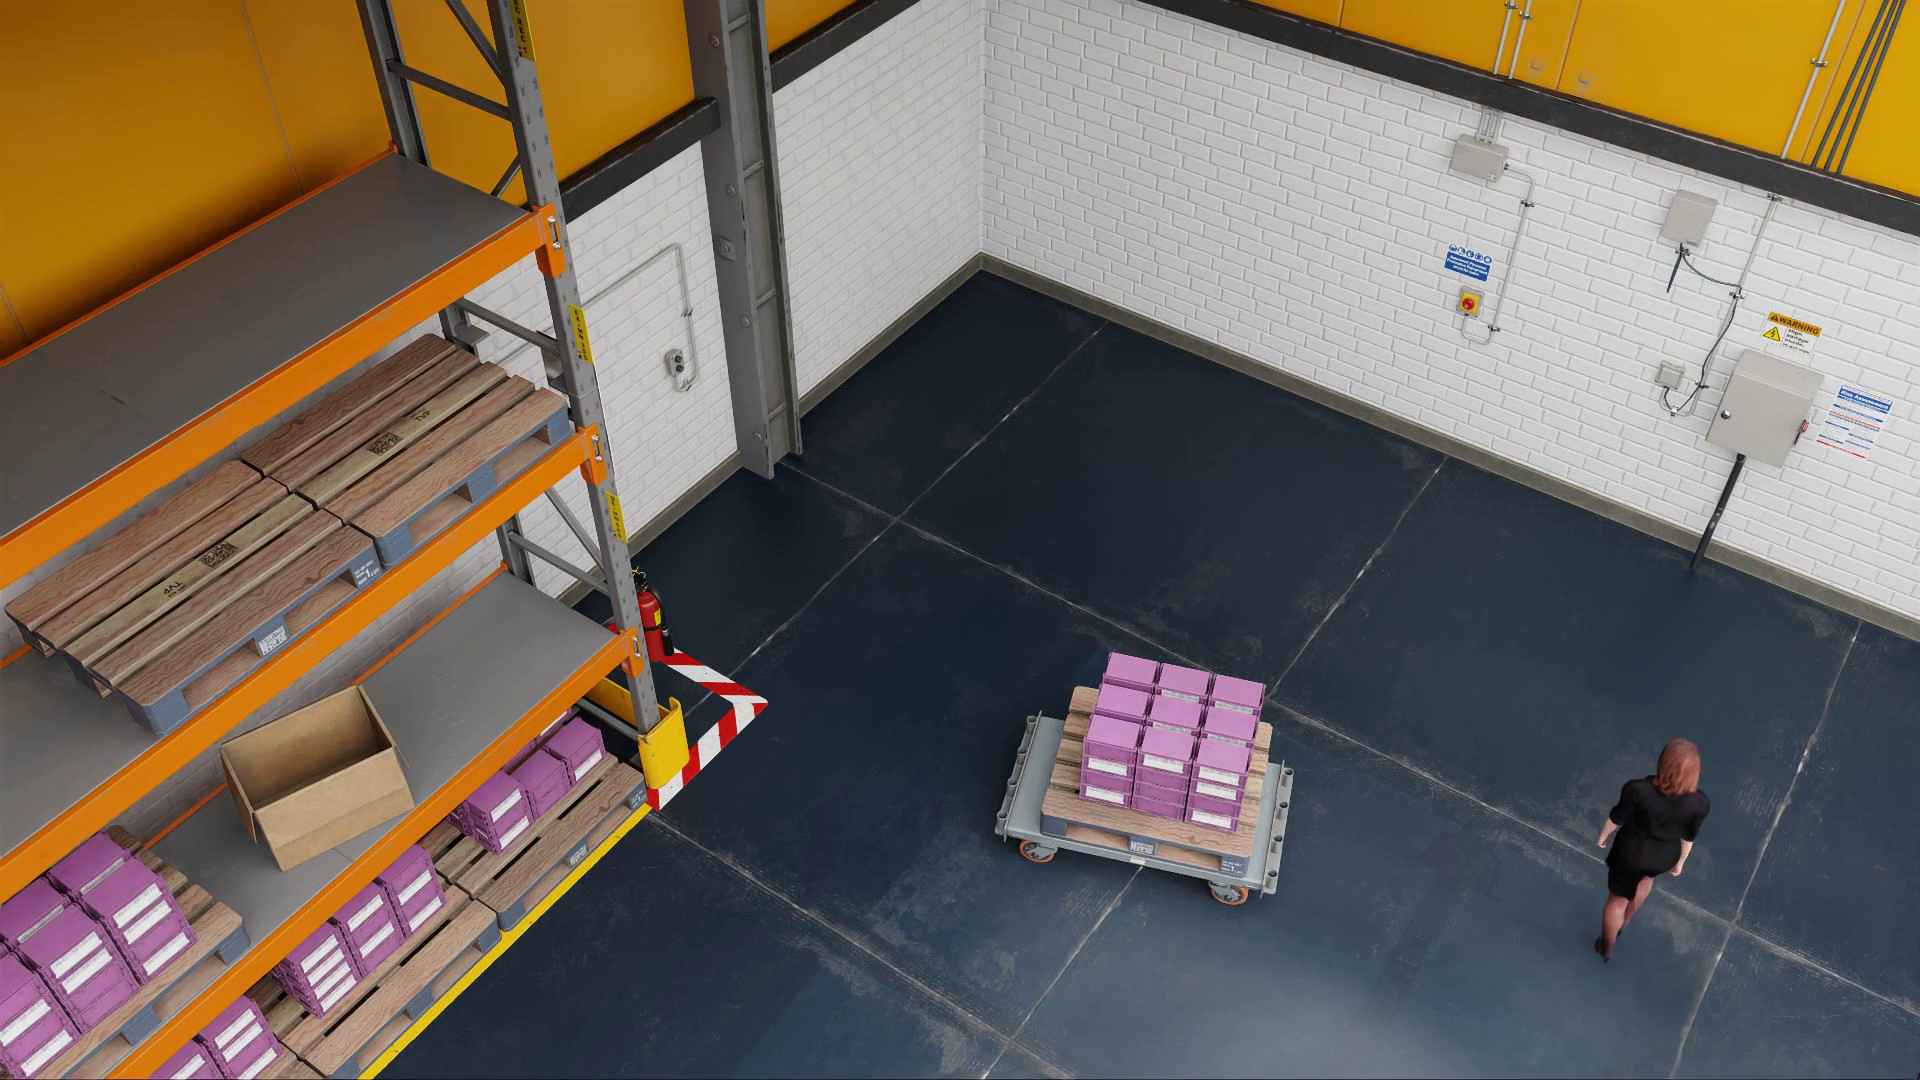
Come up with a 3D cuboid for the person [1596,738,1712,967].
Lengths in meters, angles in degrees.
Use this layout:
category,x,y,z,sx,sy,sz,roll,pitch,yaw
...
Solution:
category,x,y,z,sx,sy,sz,roll,pitch,yaw
person,3.652,1.743,8.858,0.697,1.691,0.741,10,44,10
